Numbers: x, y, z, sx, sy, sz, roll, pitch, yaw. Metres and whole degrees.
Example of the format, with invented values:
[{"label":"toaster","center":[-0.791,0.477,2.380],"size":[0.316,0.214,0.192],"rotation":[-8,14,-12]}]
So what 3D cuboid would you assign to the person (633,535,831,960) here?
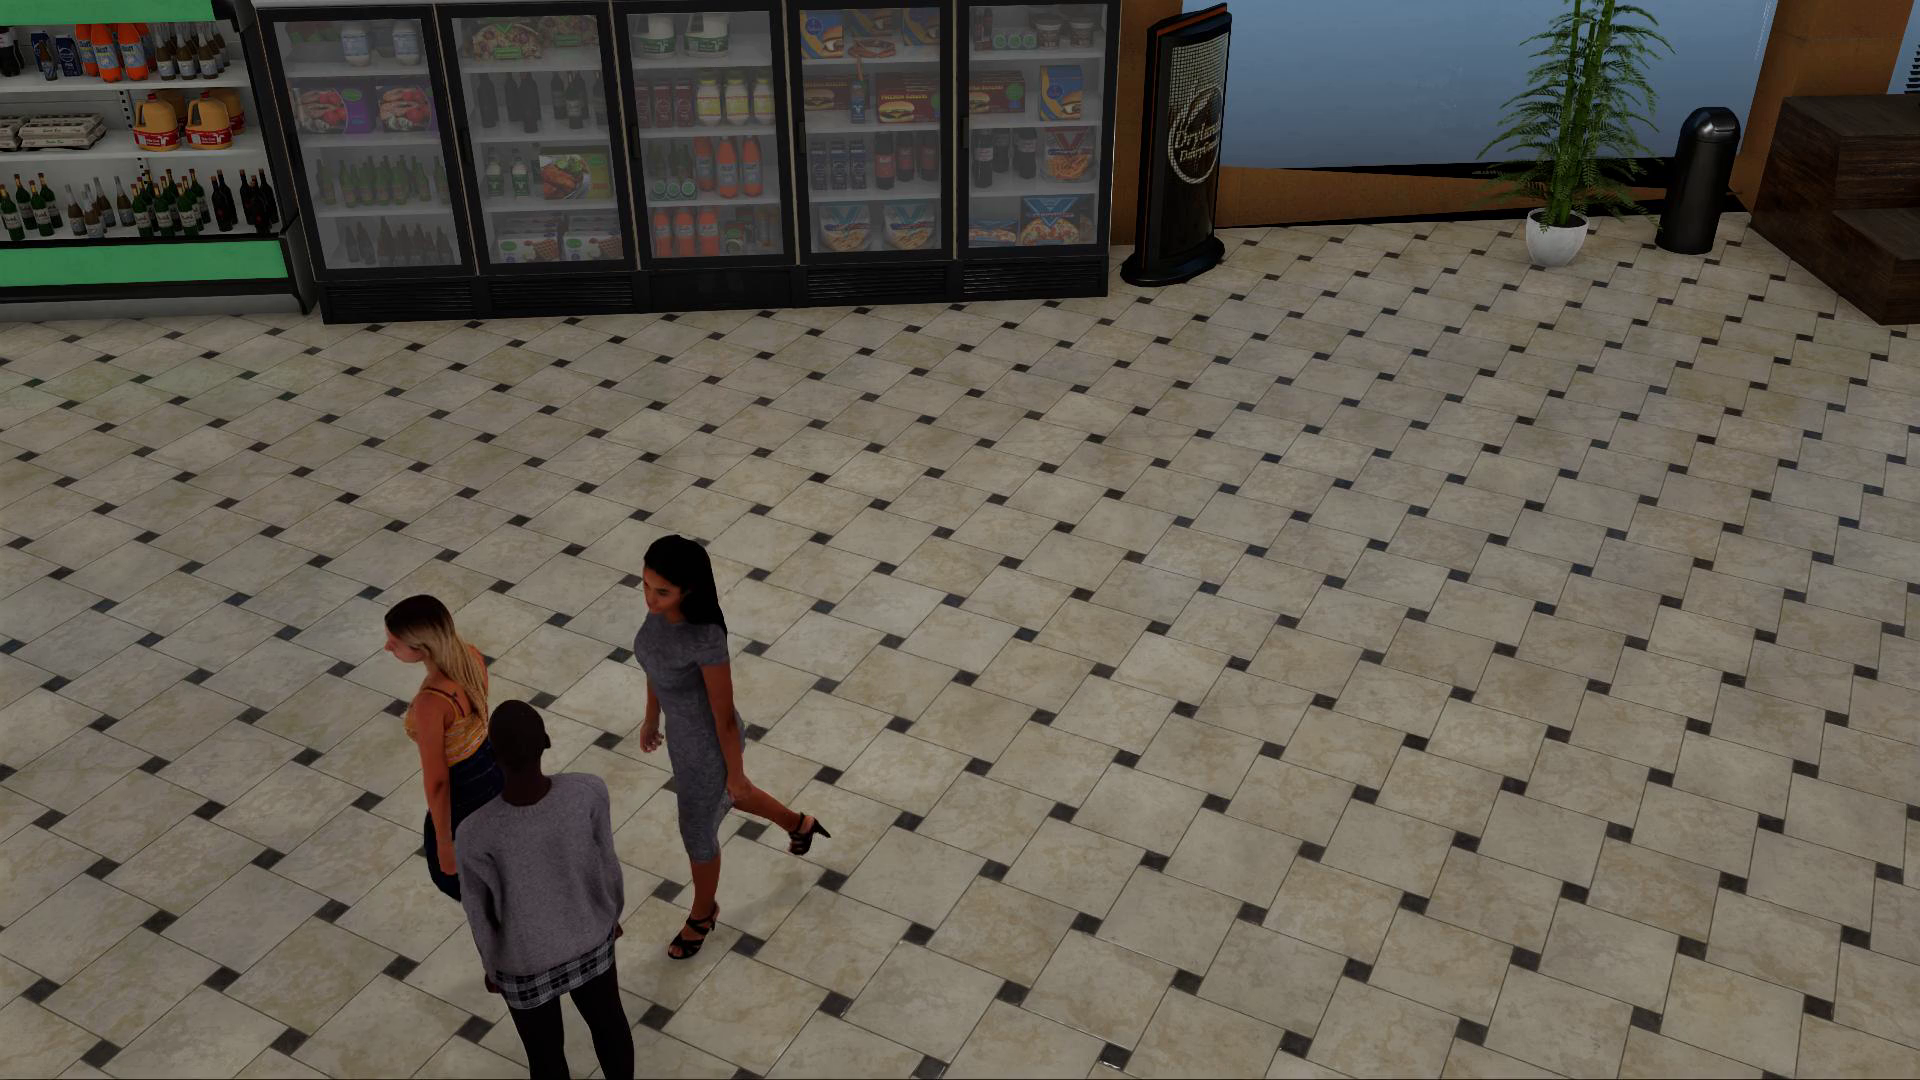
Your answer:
[{"label":"person","center":[-0.820,0.683,5.718],"size":[1.044,1.759,0.872],"rotation":[-15,35,-23]}]

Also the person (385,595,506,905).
[{"label":"person","center":[-1.553,0.878,5.542],"size":[0.722,1.615,0.727],"rotation":[9,33,13]}]

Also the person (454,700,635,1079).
[{"label":"person","center":[-1.192,1.187,4.898],"size":[0.641,1.772,0.756],"rotation":[-20,37,-28]}]
